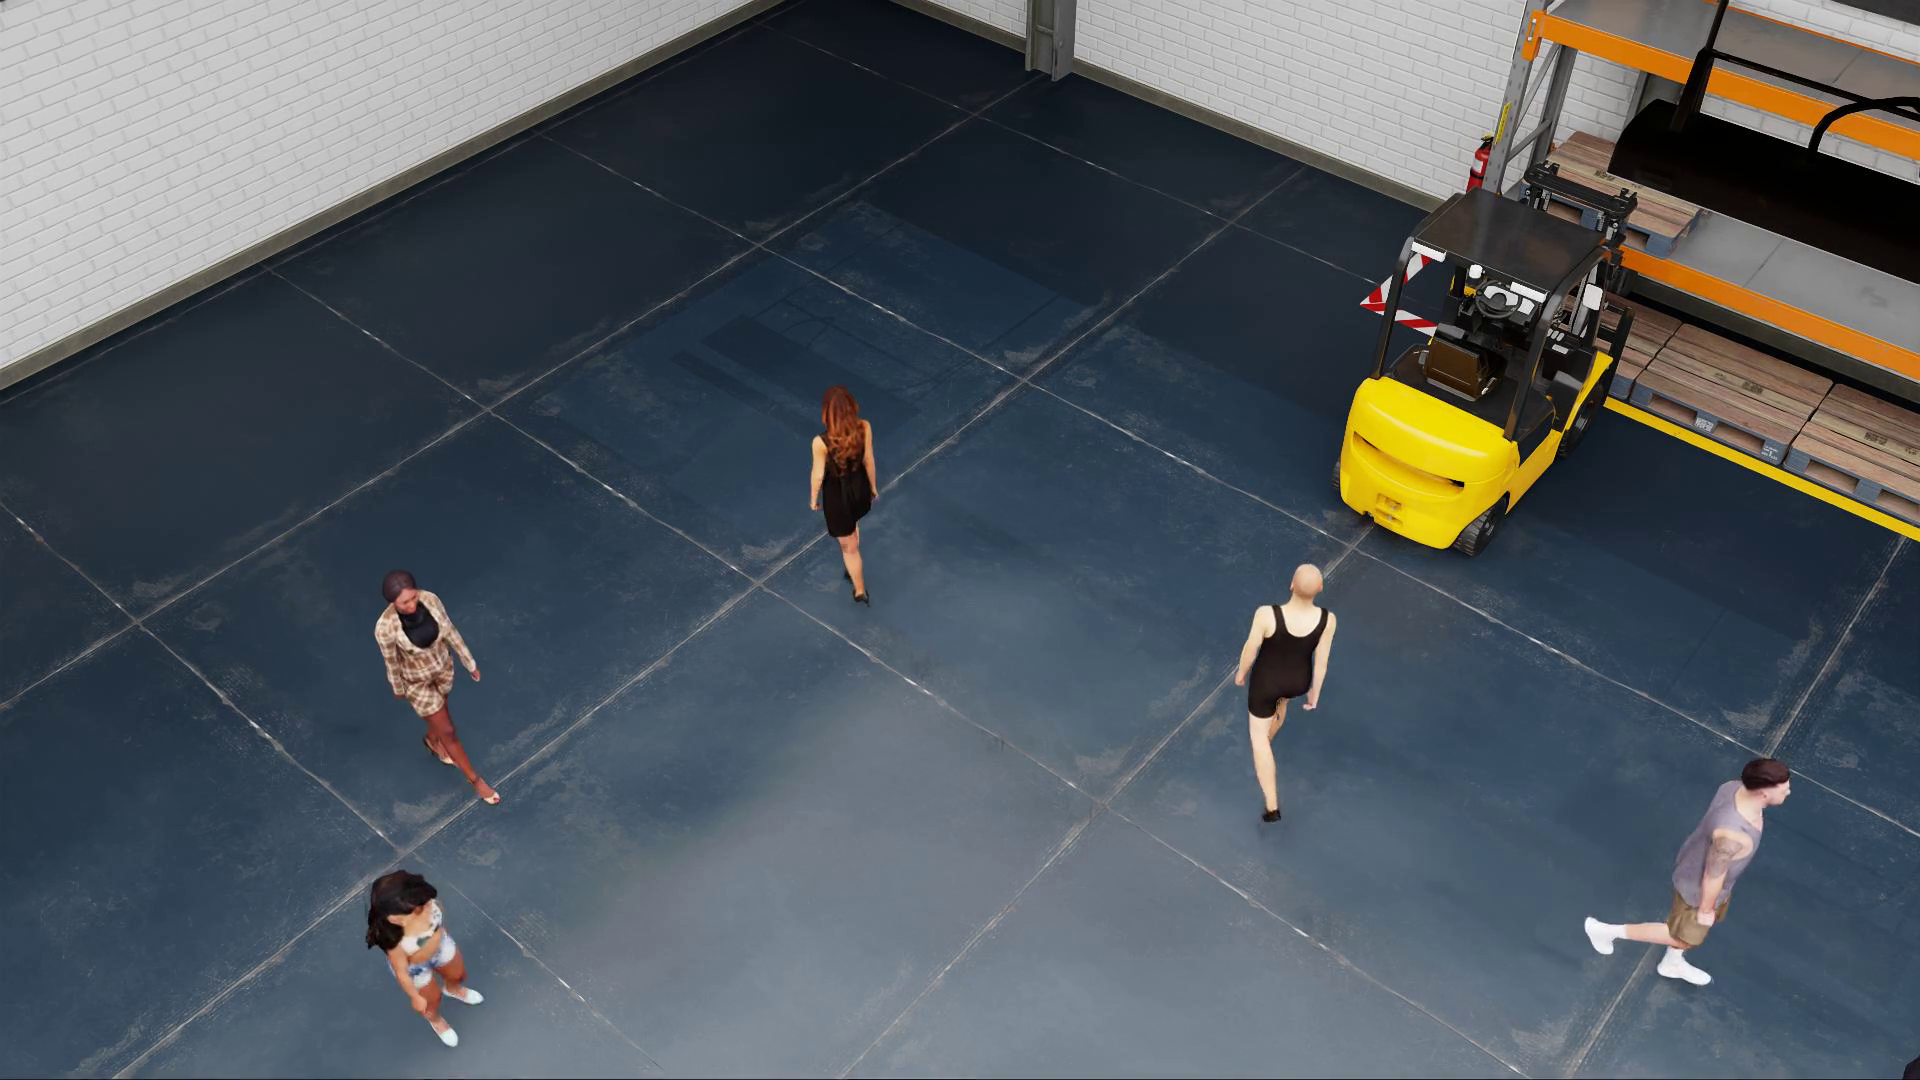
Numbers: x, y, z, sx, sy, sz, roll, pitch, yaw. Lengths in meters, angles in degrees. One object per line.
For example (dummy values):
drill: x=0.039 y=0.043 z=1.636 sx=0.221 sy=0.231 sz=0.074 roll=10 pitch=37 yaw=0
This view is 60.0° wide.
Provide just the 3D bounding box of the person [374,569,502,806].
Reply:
person: x=-3.211 y=0.780 z=9.883 sx=0.965 sy=1.761 sz=0.625 roll=26 pitch=49 yaw=25

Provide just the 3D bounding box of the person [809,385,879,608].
person: x=-0.696 y=-0.207 z=10.872 sx=0.679 sy=1.825 sz=0.716 roll=-23 pitch=48 yaw=-23

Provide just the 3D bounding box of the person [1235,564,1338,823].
person: x=1.884 y=0.905 z=9.740 sx=1.118 sy=1.778 sz=1.190 roll=-4 pitch=44 yaw=-4

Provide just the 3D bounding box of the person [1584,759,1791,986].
person: x=3.856 y=1.758 z=8.746 sx=1.020 sy=1.830 sz=0.760 roll=21 pitch=48 yaw=21

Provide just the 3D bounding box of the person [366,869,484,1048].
person: x=-2.779 y=2.140 z=8.583 sx=0.706 sy=1.585 sz=0.711 roll=9 pitch=44 yaw=9
